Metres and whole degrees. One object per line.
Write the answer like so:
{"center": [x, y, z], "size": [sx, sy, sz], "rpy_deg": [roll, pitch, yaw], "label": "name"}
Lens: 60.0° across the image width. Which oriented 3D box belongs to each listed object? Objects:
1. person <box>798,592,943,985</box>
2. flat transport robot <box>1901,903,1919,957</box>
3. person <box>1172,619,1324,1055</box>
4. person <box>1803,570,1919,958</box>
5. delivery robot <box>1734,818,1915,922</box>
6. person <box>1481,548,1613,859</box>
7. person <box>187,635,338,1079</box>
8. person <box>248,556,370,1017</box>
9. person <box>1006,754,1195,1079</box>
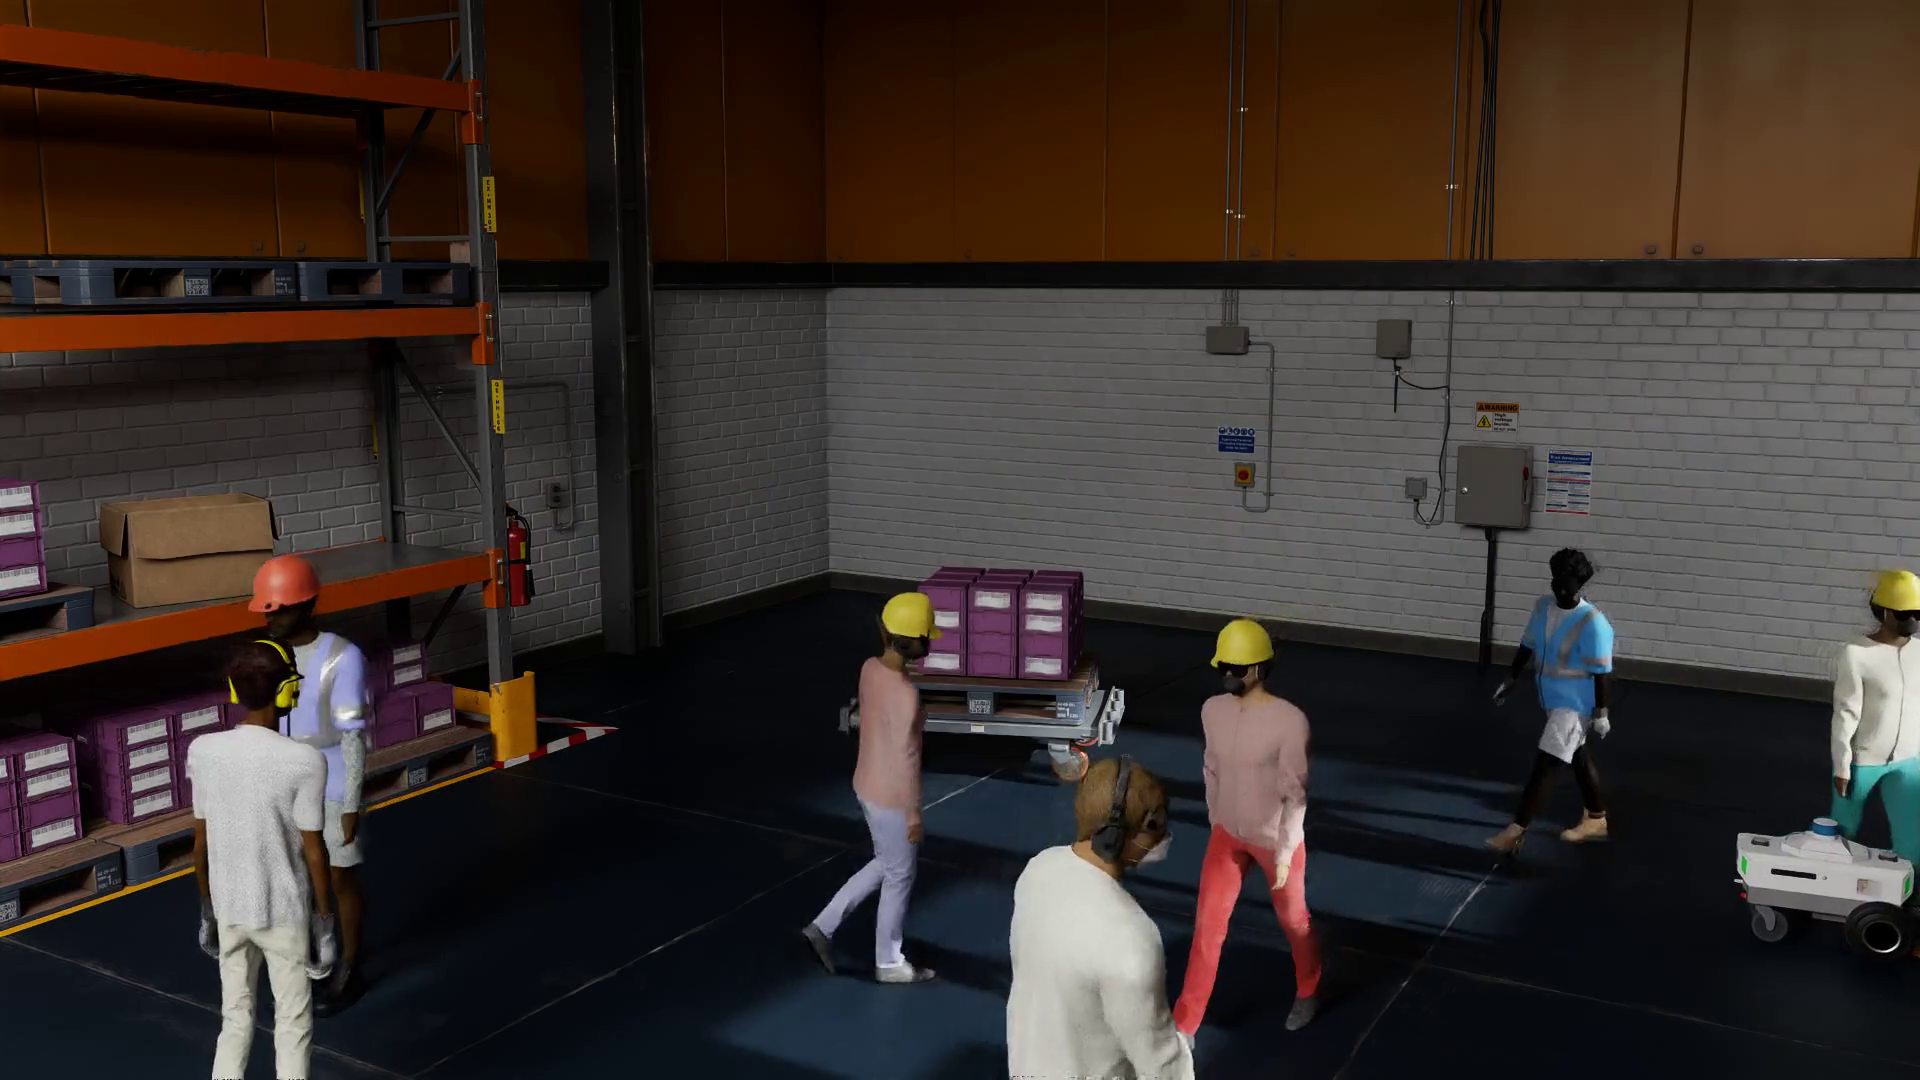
{"center": [-0.346, 1.062, 6.914], "size": [0.519, 1.731, 0.539], "rpy_deg": [-4, 10, -24], "label": "person"}
{"center": [4.889, 1.755, 7.175], "size": [1.431, 0.197, 0.652], "rpy_deg": [7, 12, 38], "label": "flat transport robot"}
{"center": [1.142, 1.148, 6.472], "size": [0.539, 1.716, 0.926], "rpy_deg": [9, 12, 43], "label": "person"}
{"center": [4.143, 0.974, 7.523], "size": [0.536, 1.734, 0.813], "rpy_deg": [-2, 9, -9], "label": "person"}
{"center": [3.908, 1.507, 7.549], "size": [0.707, 0.478, 0.477], "rpy_deg": [4, 10, 23], "label": "delivery robot"}
{"center": [3.090, 0.837, 8.613], "size": [0.873, 1.634, 0.595], "rpy_deg": [-2, 9, -11], "label": "person"}
{"center": [-2.285, 1.245, 5.471], "size": [0.518, 1.850, 0.360], "rpy_deg": [1, 9, 9], "label": "person"}
{"center": [-2.624, 1.005, 6.730], "size": [0.559, 1.915, 0.485], "rpy_deg": [2, 9, 13], "label": "person"}
{"center": [0.360, 1.441, 4.166], "size": [1.089, 1.867, 0.632], "rpy_deg": [-2, 9, -13], "label": "person"}
